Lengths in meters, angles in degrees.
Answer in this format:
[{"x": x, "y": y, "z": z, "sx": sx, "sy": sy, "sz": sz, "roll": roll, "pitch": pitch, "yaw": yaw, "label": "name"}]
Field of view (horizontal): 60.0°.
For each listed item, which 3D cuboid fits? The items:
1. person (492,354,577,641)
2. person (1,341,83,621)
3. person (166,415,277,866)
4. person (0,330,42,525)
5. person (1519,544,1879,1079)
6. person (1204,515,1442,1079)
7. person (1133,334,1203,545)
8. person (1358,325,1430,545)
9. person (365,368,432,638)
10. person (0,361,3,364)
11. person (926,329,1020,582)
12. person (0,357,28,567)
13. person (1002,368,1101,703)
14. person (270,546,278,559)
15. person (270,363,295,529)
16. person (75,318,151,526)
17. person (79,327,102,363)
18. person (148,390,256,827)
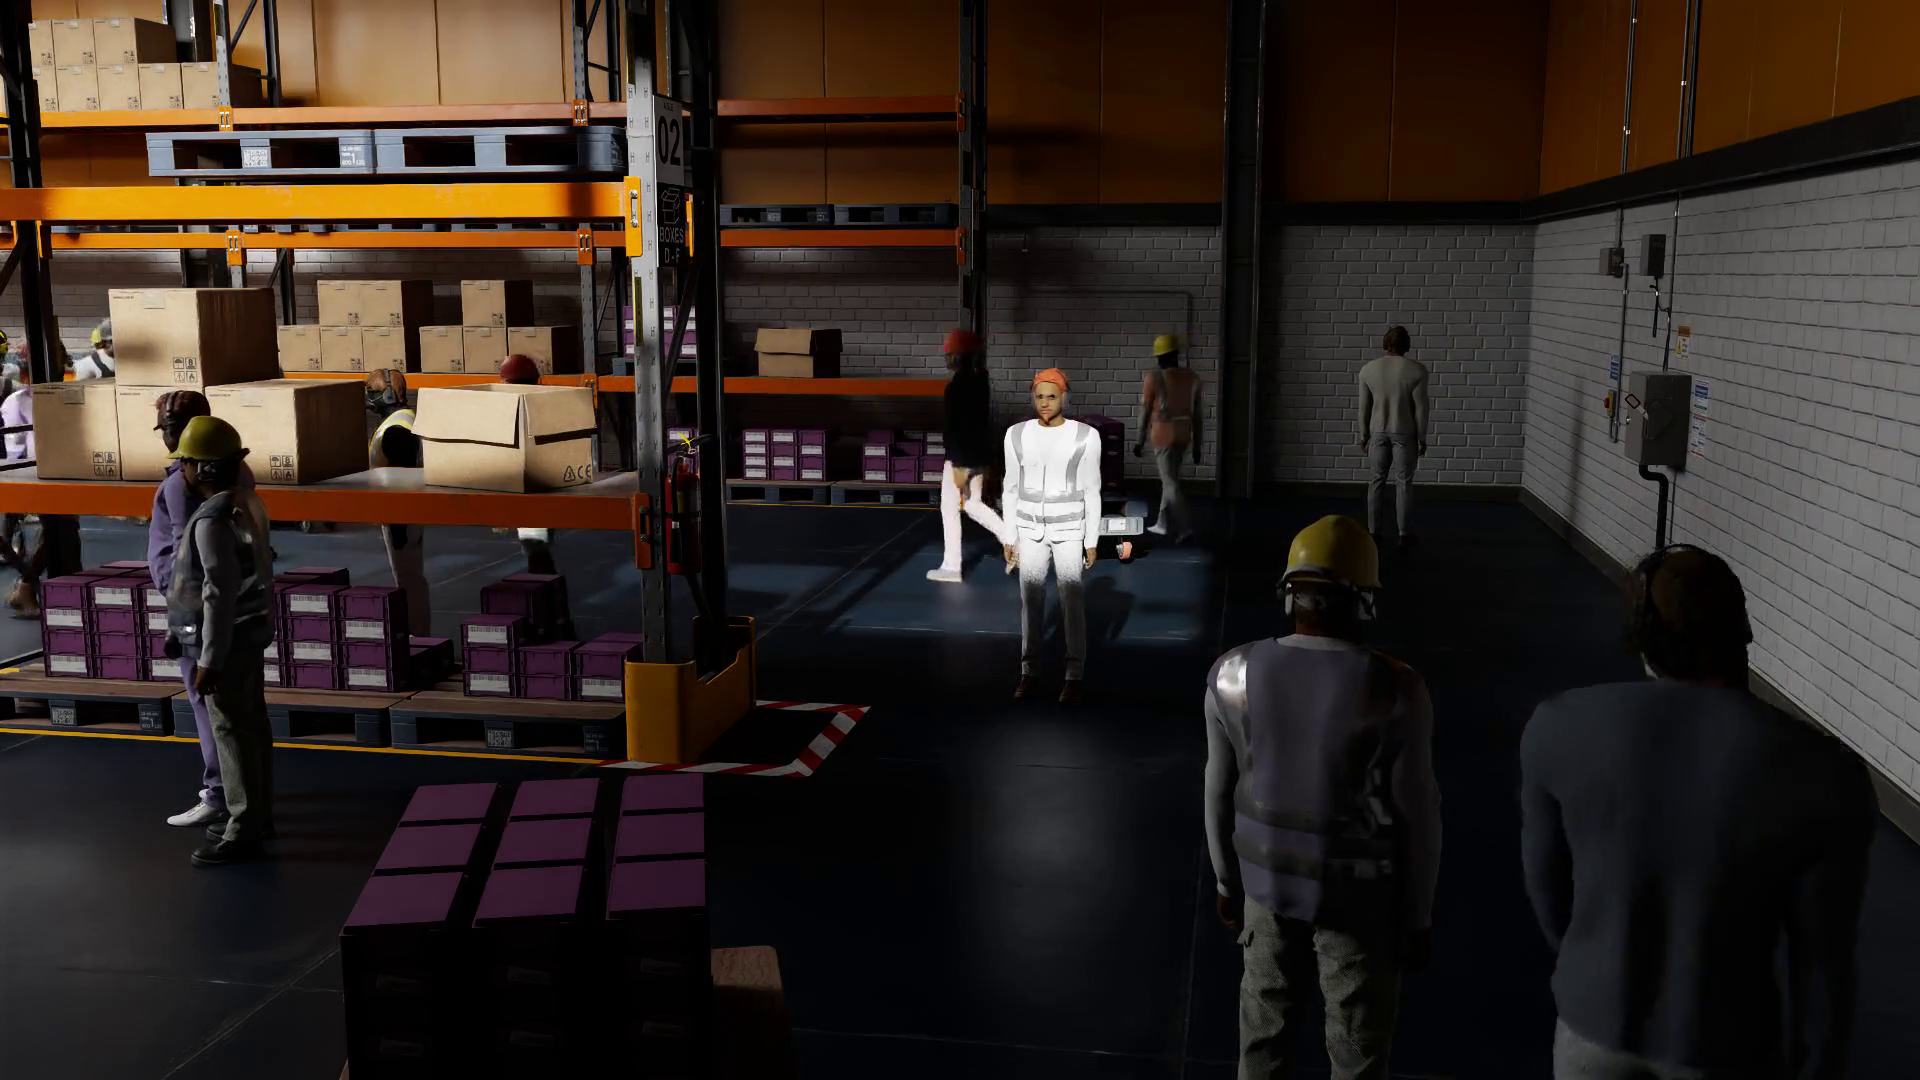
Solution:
[{"x": -2.815, "y": -0.257, "z": 10.789, "sx": 0.990, "sy": 1.875, "sz": 0.565, "roll": 6, "pitch": 11, "yaw": 34, "label": "person"}, {"x": -6.183, "y": -0.396, "z": 11.308, "sx": 1.028, "sy": 2.001, "sz": 0.627, "roll": 3, "pitch": 10, "yaw": 18, "label": "person"}, {"x": -3.014, "y": 0.406, "z": 6.810, "sx": 0.404, "sy": 1.833, "sz": 0.587, "roll": -2, "pitch": 9, "yaw": -11, "label": "person"}, {"x": -9.105, "y": -1.065, "z": 15.824, "sx": 0.521, "sy": 1.872, "sz": 0.328, "roll": 0, "pitch": 9, "yaw": 0, "label": "person"}, {"x": 1.376, "y": 0.952, "z": 3.204, "sx": 0.628, "sy": 1.902, "sz": 0.656, "roll": 5, "pitch": 11, "yaw": 30, "label": "person"}, {"x": 0.894, "y": 0.847, "z": 4.097, "sx": 0.589, "sy": 1.826, "sz": 0.403, "roll": 6, "pitch": 11, "yaw": 33, "label": "person"}, {"x": 1.905, "y": -0.902, "z": 14.842, "sx": 0.576, "sy": 1.872, "sz": 0.956, "roll": -5, "pitch": 10, "yaw": -28, "label": "person"}, {"x": 3.829, "y": -0.919, "z": 14.701, "sx": 0.627, "sy": 1.940, "sz": 0.372, "roll": 5, "pitch": 10, "yaw": 29, "label": "person"}, {"x": -3.440, "y": -0.136, "z": 10.198, "sx": 0.431, "sy": 1.836, "sz": 0.627, "roll": -3, "pitch": 10, "yaw": -19, "label": "person"}, {"x": -8.453, "y": -0.827, "z": 14.751, "sx": 0.816, "sy": 1.736, "sz": 0.516, "roll": 2, "pitch": 9, "yaw": 14, "label": "person"}, {"x": 0.121, "y": -0.638, "z": 12.823, "sx": 0.728, "sy": 1.978, "sz": 0.611, "roll": 5, "pitch": 11, "yaw": 30, "label": "person"}, {"x": -7.901, "y": -0.673, "z": 13.589, "sx": 0.568, "sy": 1.795, "sz": 0.845, "roll": -2, "pitch": 9, "yaw": -10, "label": "person"}, {"x": 0.513, "y": -0.026, "z": 9.355, "sx": 0.576, "sy": 1.880, "sz": 0.351, "roll": 3, "pitch": 10, "yaw": 20, "label": "person"}, {"x": -5.968, "y": -0.796, "z": 13.942, "sx": 0.358, "sy": 1.937, "sz": 0.549, "roll": -4, "pitch": 10, "yaw": -24, "label": "person"}, {"x": -6.527, "y": -1.066, "z": 15.619, "sx": 0.376, "sy": 1.935, "sz": 0.550, "roll": -8, "pitch": 12, "yaw": -42, "label": "person"}, {"x": -7.965, "y": -1.157, "z": 15.865, "sx": 1.029, "sy": 2.000, "sz": 0.677, "roll": 6, "pitch": 11, "yaw": 34, "label": "person"}, {"x": -9.049, "y": -1.344, "z": 17.668, "sx": 0.404, "sy": 1.833, "sz": 0.592, "roll": 8, "pitch": 12, "yaw": 41, "label": "person"}, {"x": -3.319, "y": 0.296, "z": 7.285, "sx": 0.406, "sy": 1.902, "sz": 0.639, "roll": 0, "pitch": 9, "yaw": -2, "label": "person"}]
